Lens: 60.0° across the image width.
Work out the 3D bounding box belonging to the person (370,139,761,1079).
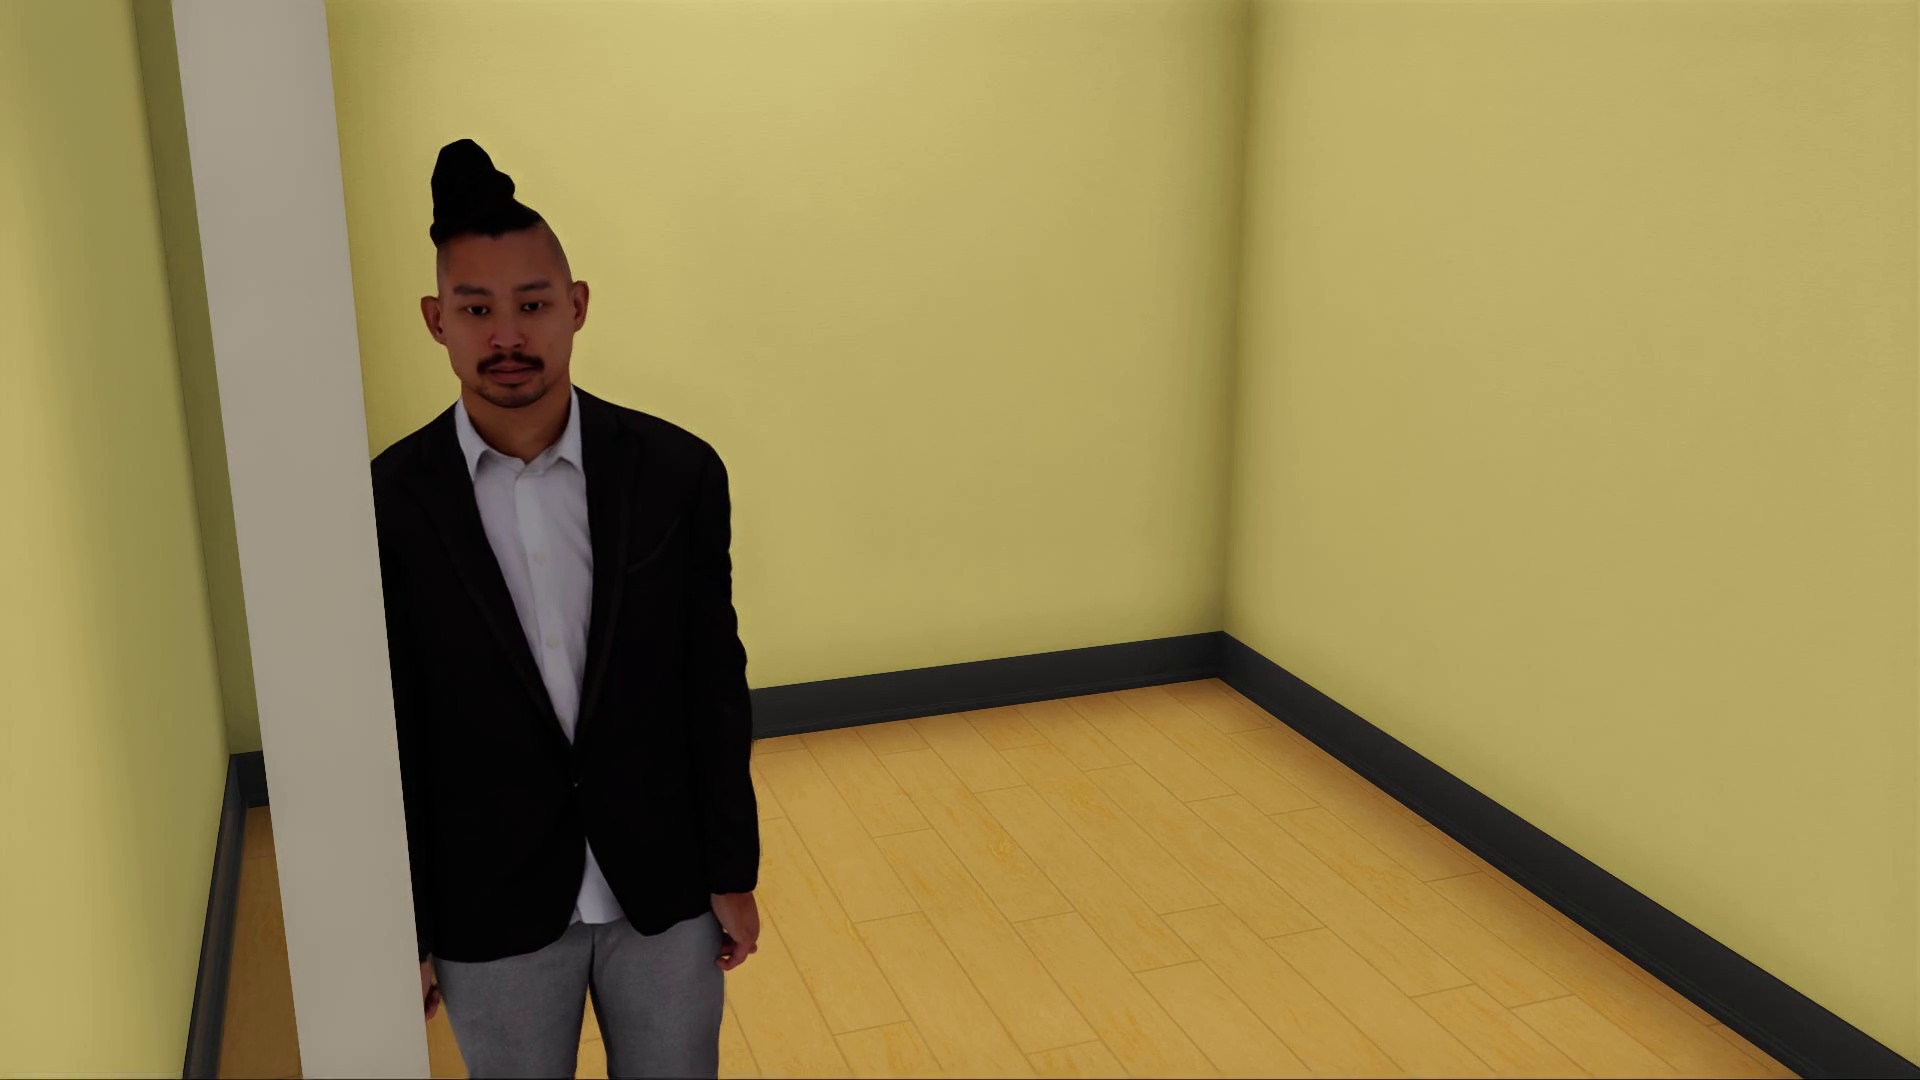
[{"bbox_3d":[-0.557,0.433,2.345,0.505,1.949,0.753,-5,17,-18],"label":"person"}]
